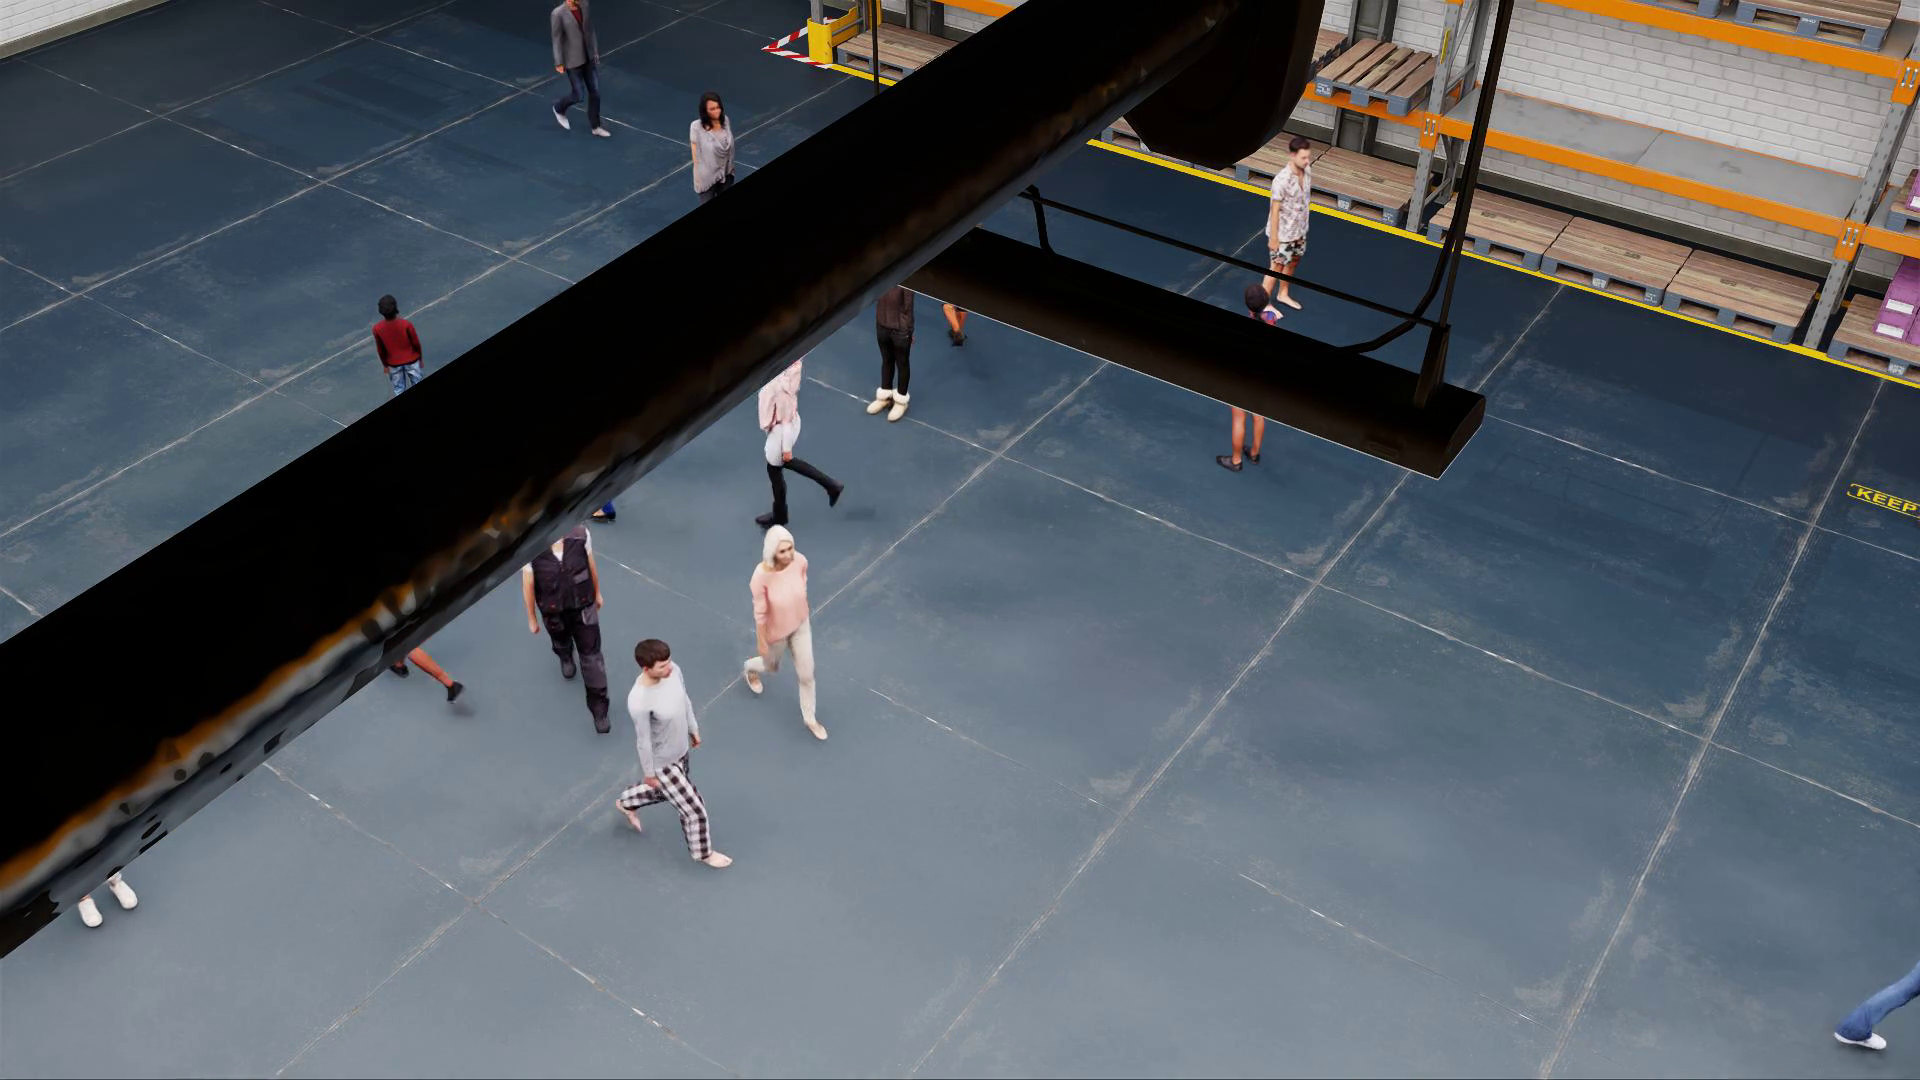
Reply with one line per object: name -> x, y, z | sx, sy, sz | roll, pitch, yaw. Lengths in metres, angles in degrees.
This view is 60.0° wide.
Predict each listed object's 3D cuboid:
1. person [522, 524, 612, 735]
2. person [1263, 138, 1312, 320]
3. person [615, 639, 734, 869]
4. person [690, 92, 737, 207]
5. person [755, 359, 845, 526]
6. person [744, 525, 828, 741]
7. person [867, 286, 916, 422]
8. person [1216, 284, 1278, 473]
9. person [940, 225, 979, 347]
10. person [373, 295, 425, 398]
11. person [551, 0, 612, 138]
person -> -2.741, 0.390, 11.496 | 1.117, 1.807, 1.295 | -13, 40, -16
person -> 3.083, -2.975, 15.708 | 0.720, 1.809, 0.645 | -30, 47, -32
person -> -1.900, 1.295, 10.357 | 1.152, 1.816, 0.820 | 13, 40, 15
person -> -2.499, -3.797, 16.898 | 0.719, 1.609, 0.750 | -26, 45, -29
person -> -1.297, -0.851, 13.066 | 1.075, 1.788, 0.956 | -1, 39, -1
person -> -1.255, 0.558, 11.375 | 0.796, 1.697, 1.149 | -27, 46, -30
person -> -0.565, -1.849, 14.413 | 0.551, 1.666, 0.607 | 3, 39, 4
person -> 2.390, -1.346, 13.722 | 0.656, 1.742, 0.640 | -22, 44, -25
person -> 0.002, -2.468, 15.201 | 0.770, 1.650, 0.847 | -14, 41, -17
person -> -4.826, -1.563, 14.384 | 0.587, 1.256, 0.634 | -11, 40, -13
person -> -4.370, -5.435, 18.757 | 0.906, 1.848, 0.732 | 23, 44, 26
